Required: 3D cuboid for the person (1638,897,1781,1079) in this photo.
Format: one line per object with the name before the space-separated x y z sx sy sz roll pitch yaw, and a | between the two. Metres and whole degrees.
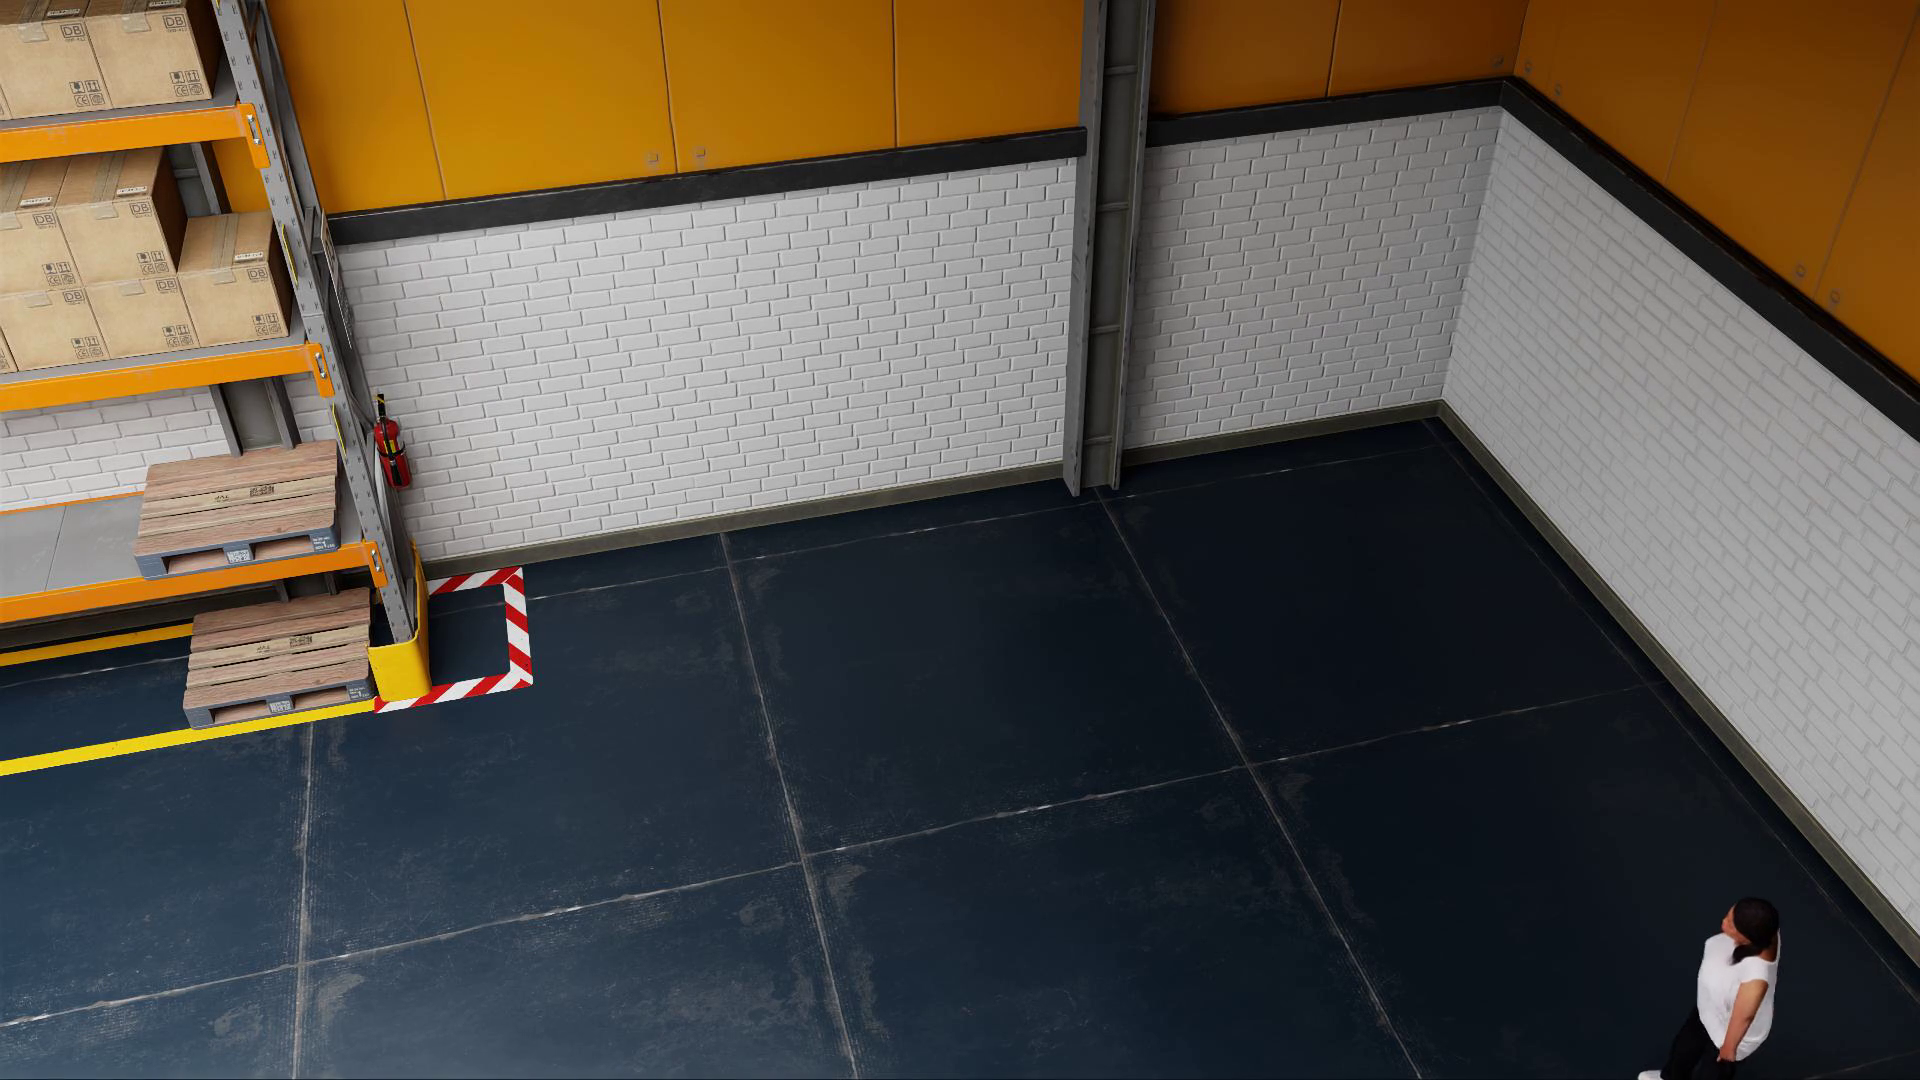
person | 3.984 2.436 8.496 1.033 1.661 0.956 18 42 21
